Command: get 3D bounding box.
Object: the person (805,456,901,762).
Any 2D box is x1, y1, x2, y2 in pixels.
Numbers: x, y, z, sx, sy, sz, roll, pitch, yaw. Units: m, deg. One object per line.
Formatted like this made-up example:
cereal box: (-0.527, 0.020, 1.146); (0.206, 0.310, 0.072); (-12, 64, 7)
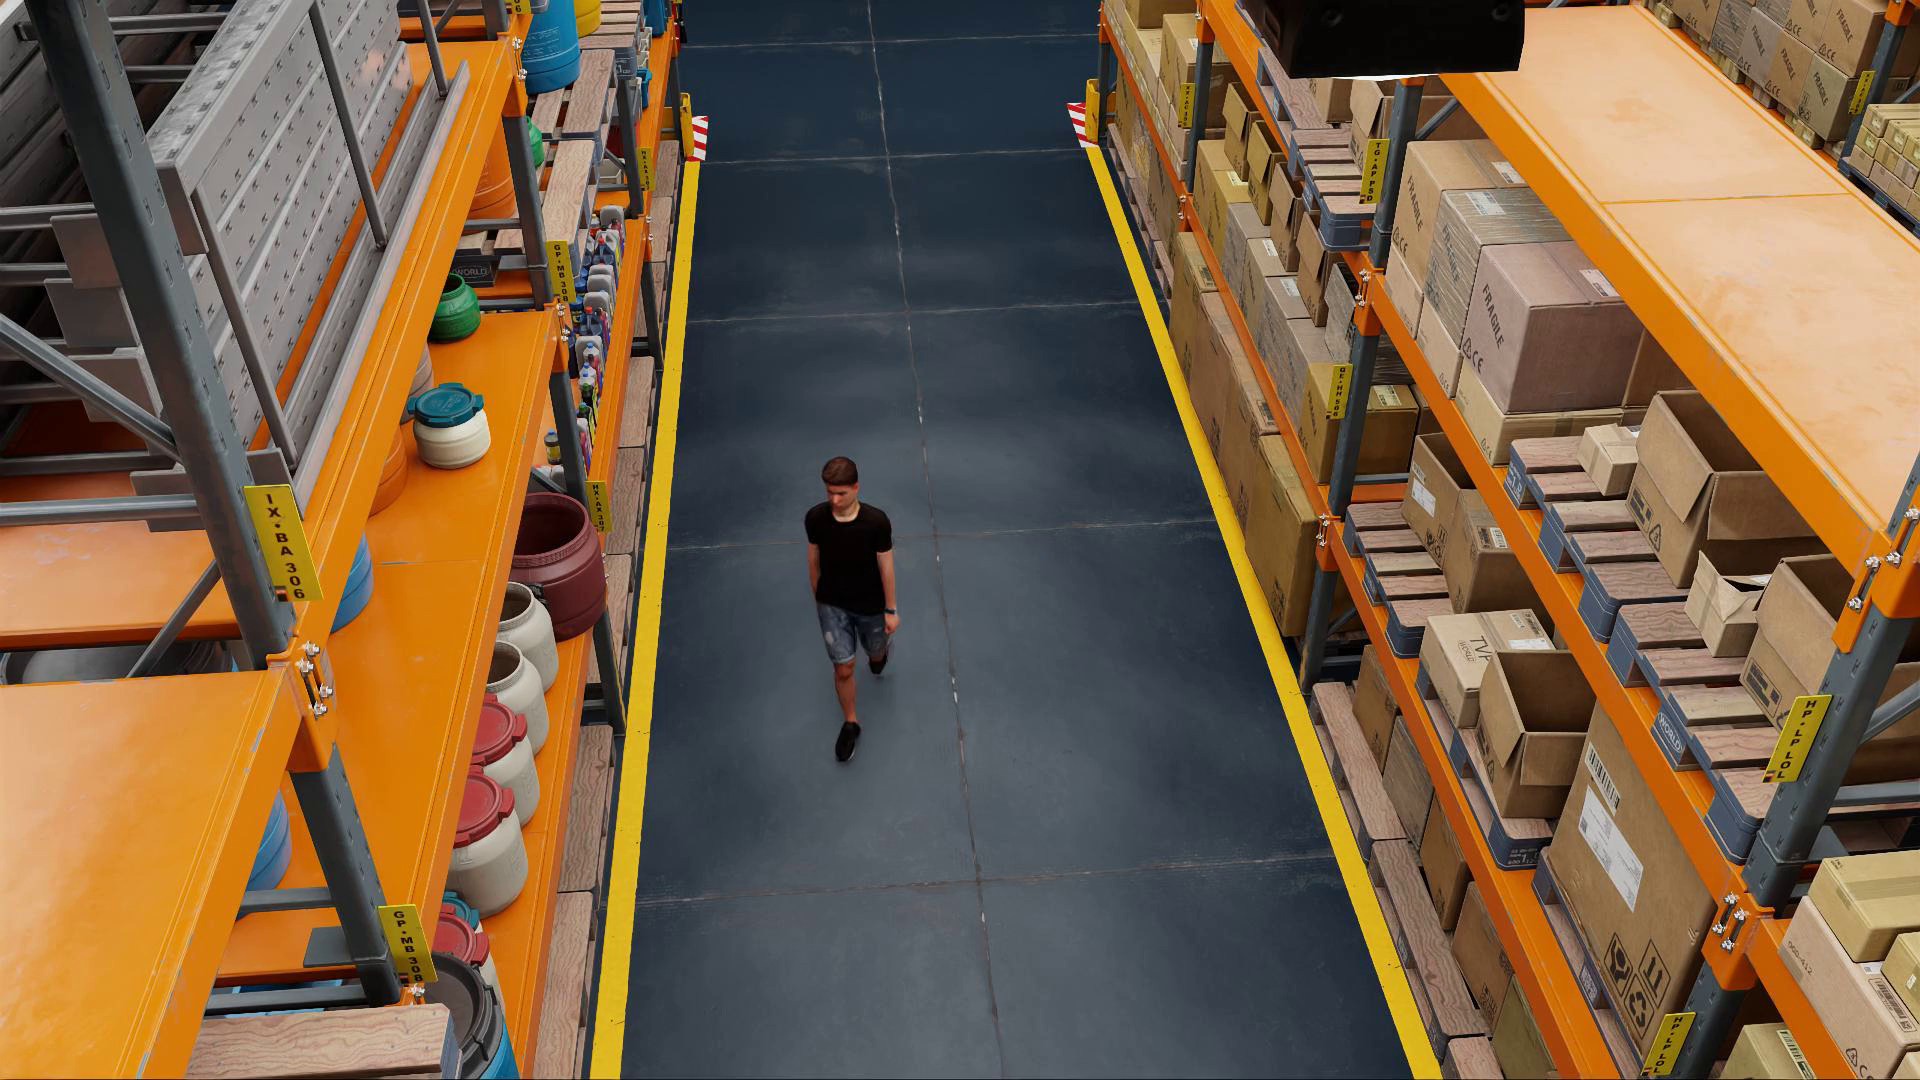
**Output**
person: (-0.557, 0.288, 9.137); (0.824, 1.814, 1.184); (5, 38, 7)
